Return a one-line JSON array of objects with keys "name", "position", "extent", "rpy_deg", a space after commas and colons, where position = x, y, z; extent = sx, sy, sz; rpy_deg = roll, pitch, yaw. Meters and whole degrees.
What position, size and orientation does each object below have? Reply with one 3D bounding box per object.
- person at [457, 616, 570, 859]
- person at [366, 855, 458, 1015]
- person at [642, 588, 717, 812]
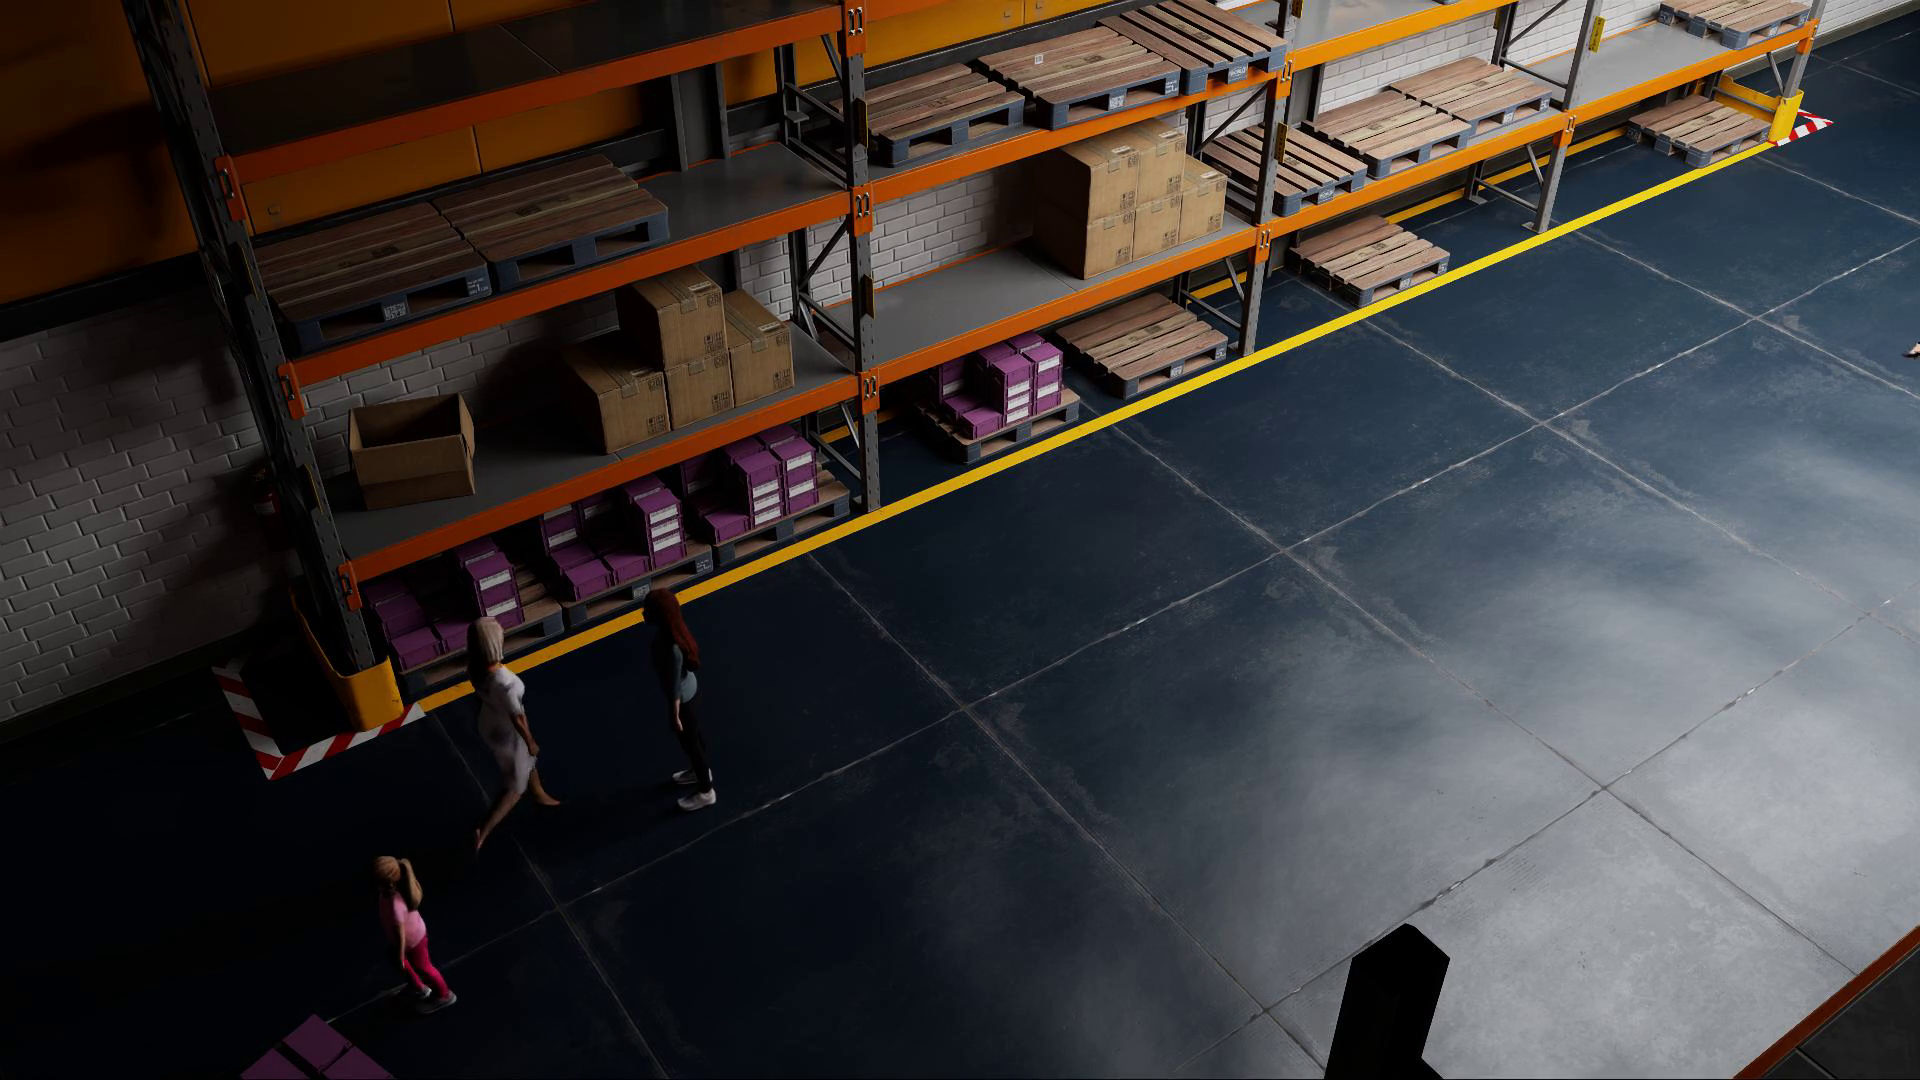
[{"name": "person", "position": [-2.773, 1.206, 9.979], "extent": [1.045, 1.727, 0.650], "rpy_deg": [-31, 48, -32]}, {"name": "person", "position": [-2.977, 2.154, 9.165], "extent": [0.640, 1.262, 0.579], "rpy_deg": [-13, 40, -16]}, {"name": "person", "position": [-1.719, 0.974, 10.261], "extent": [0.650, 1.739, 0.644], "rpy_deg": [-6, 39, -8]}]
